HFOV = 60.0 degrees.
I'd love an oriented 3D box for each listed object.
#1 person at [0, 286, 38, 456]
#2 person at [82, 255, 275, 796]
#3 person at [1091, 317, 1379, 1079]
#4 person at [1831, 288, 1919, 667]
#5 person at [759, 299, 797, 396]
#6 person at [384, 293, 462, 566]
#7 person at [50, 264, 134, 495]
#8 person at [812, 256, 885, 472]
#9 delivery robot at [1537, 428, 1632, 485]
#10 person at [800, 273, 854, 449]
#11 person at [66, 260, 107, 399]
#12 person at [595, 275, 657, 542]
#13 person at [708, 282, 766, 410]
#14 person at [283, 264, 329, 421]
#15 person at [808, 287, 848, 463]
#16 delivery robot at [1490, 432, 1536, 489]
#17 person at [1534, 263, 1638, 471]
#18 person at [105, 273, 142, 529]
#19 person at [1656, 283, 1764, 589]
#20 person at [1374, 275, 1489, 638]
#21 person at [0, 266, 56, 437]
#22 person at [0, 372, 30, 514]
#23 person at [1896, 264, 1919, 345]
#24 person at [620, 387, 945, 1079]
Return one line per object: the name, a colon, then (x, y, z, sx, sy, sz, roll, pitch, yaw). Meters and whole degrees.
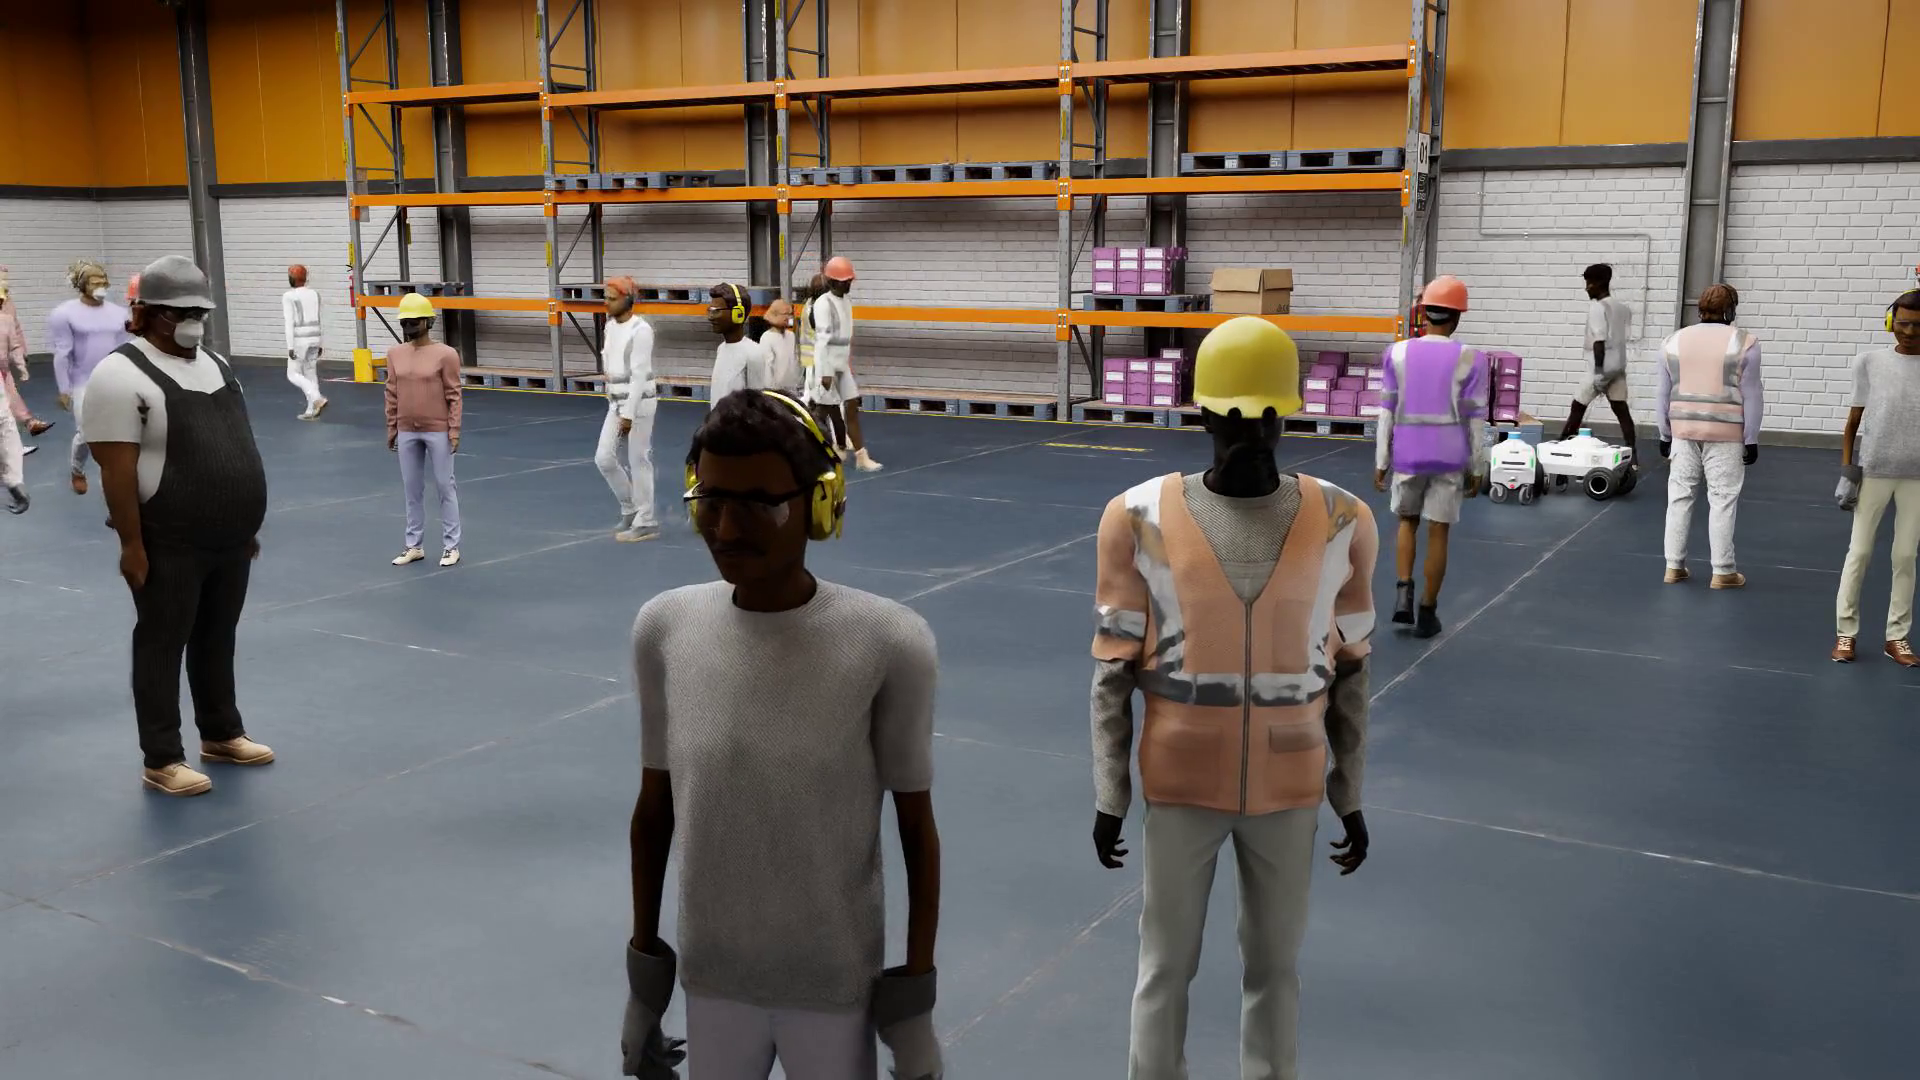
person: (-9.347, -1.641, 16.178, 0.879, 1.715, 0.514, 2, 10, 12)
person: (-2.930, -0.068, 6.378, 0.536, 2.000, 0.692, 3, 10, 15)
person: (0.570, 0.502, 3.478, 0.594, 1.924, 0.373, 0, 10, -1)
person: (4.622, -0.303, 8.214, 0.520, 1.865, 0.327, 3, 11, 18)
person: (-1.579, -1.263, 14.302, 0.466, 1.620, 0.513, 6, 11, 29)
person: (-3.475, -0.706, 10.771, 0.526, 1.768, 0.315, 2, 10, 10)
person: (-6.897, -1.233, 13.288, 0.661, 1.924, 0.643, 8, 13, 38)
person: (-1.183, -1.610, 15.279, 0.908, 1.997, 0.677, 4, 11, 21)
delivery robot: (5.177, -0.685, 13.813, 0.707, 0.478, 0.477, 9, 13, 41)
person: (-1.483, -1.782, 16.766, 0.907, 1.808, 0.626, -1, 10, -7)
person: (-8.950, -1.904, 17.112, 0.519, 1.920, 0.628, -2, 10, -10)
person: (-2.333, -0.894, 11.570, 0.581, 1.858, 0.480, 10, 14, 44)
person: (-1.240, -0.470, 9.144, 0.326, 1.872, 0.518, -7, 12, -34)
person: (-7.688, -2.315, 19.609, 0.505, 1.871, 0.584, 5, 11, 25)
person: (-1.317, -1.566, 15.894, 0.540, 1.680, 0.550, 0, 10, -2)
delivery robot: (4.507, -0.639, 13.554, 0.477, 0.478, 0.707, 3, 11, 17)
person: (5.903, -1.607, 15.473, 0.644, 1.895, 1.040, -10, 14, -43)
person: (-5.679, -0.978, 12.004, 1.029, 1.883, 0.555, -1, 10, -6)
person: (4.557, -0.629, 10.119, 0.429, 1.845, 0.621, -10, 14, -44)
person: (2.501, -0.436, 8.815, 0.571, 1.913, 0.417, 5, 11, 26)
person: (-10.262, -2.004, 17.870, 1.024, 1.846, 0.648, 0, 10, -1)
person: (-4.852, -0.252, 7.960, 0.982, 1.853, 0.640, 8, 13, 40)
person: (8.303, -1.458, 14.387, 0.391, 1.990, 0.619, 5, 11, 28)
person: (-0.281, 0.695, 2.555, 0.532, 1.865, 0.310, 3, 10, 14)
